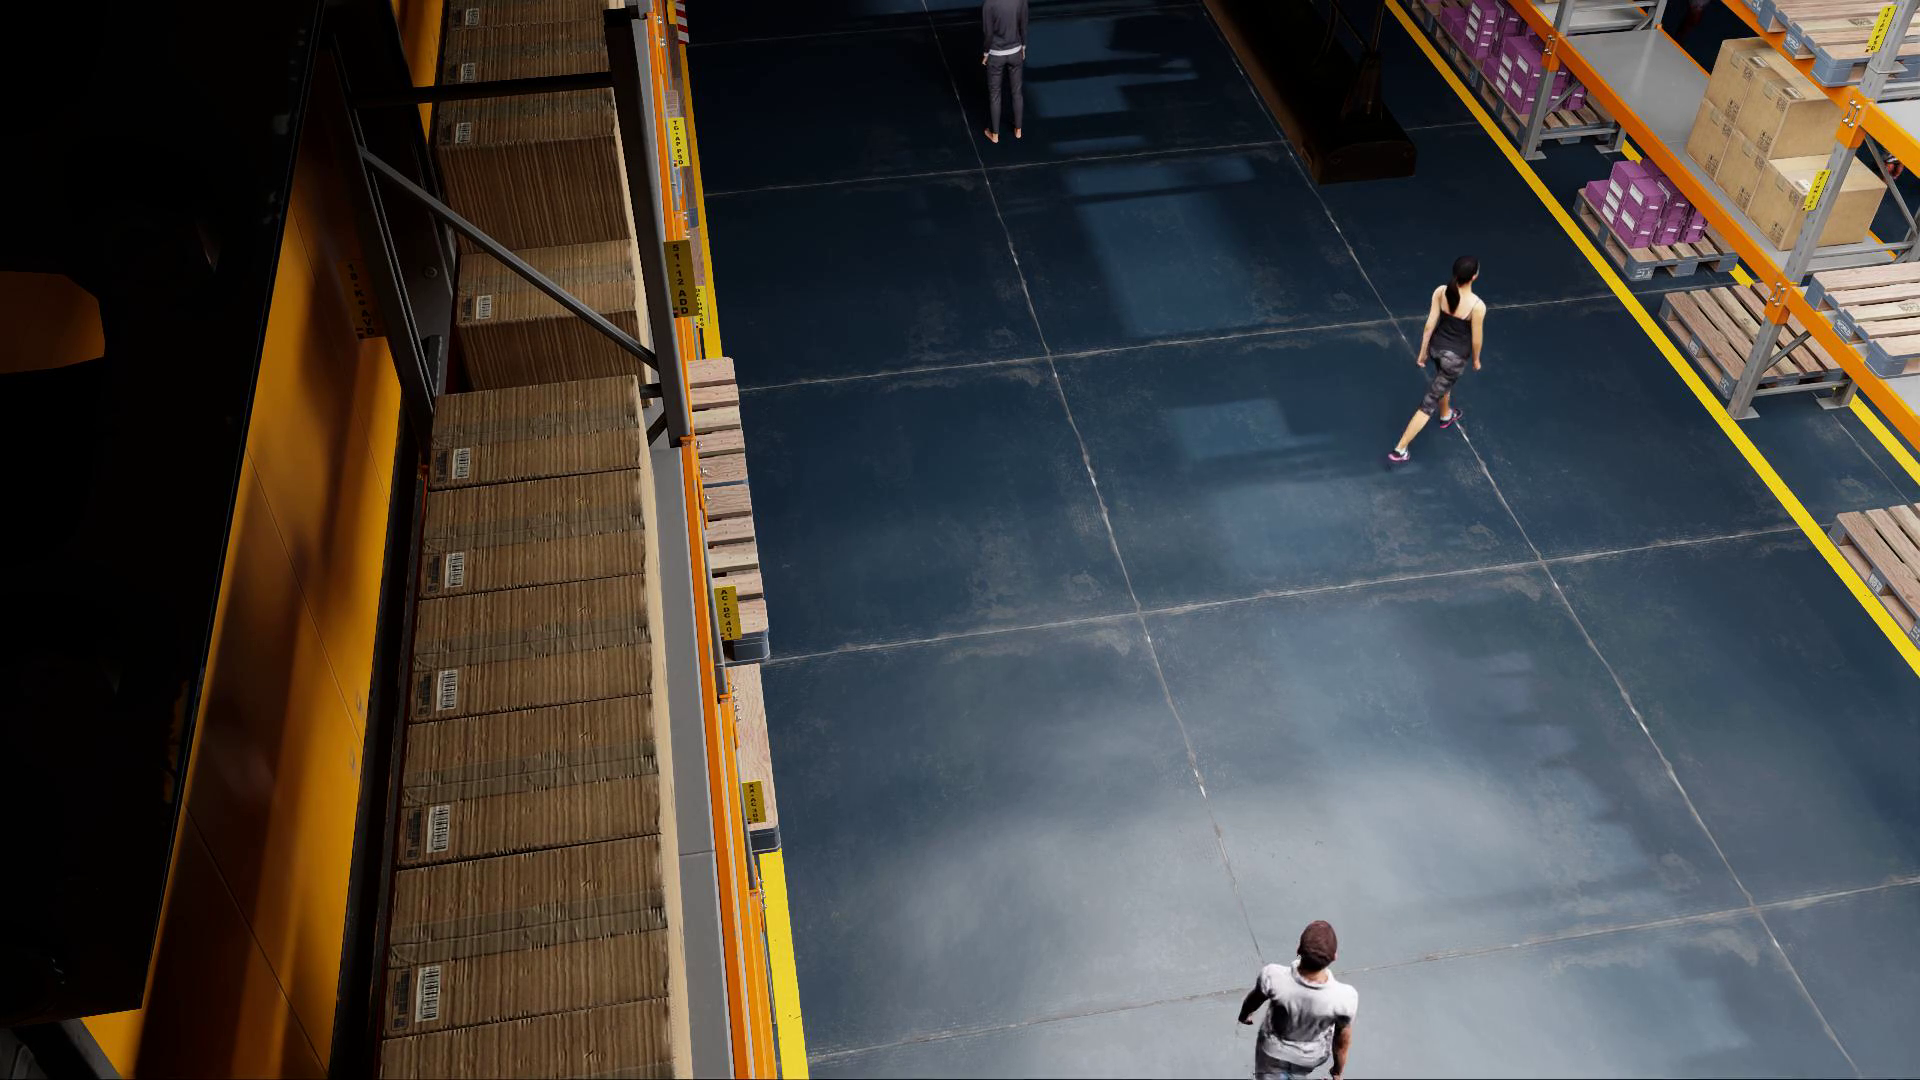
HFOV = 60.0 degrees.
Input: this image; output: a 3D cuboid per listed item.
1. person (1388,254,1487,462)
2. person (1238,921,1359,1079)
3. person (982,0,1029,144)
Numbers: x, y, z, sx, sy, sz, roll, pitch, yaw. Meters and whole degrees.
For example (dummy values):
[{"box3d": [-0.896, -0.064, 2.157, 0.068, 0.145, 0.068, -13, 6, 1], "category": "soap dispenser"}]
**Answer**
[{"box3d": [3.565, -1.300, 12.362, 1.045, 1.680, 1.161, -32, 52, -29], "category": "person"}, {"box3d": [1.629, 2.589, 8.195, 1.016, 1.797, 1.296, 10, 44, 10], "category": "person"}, {"box3d": [0.425, -4.629, 15.794, 0.633, 1.767, 0.558, -13, 45, -13], "category": "person"}]
